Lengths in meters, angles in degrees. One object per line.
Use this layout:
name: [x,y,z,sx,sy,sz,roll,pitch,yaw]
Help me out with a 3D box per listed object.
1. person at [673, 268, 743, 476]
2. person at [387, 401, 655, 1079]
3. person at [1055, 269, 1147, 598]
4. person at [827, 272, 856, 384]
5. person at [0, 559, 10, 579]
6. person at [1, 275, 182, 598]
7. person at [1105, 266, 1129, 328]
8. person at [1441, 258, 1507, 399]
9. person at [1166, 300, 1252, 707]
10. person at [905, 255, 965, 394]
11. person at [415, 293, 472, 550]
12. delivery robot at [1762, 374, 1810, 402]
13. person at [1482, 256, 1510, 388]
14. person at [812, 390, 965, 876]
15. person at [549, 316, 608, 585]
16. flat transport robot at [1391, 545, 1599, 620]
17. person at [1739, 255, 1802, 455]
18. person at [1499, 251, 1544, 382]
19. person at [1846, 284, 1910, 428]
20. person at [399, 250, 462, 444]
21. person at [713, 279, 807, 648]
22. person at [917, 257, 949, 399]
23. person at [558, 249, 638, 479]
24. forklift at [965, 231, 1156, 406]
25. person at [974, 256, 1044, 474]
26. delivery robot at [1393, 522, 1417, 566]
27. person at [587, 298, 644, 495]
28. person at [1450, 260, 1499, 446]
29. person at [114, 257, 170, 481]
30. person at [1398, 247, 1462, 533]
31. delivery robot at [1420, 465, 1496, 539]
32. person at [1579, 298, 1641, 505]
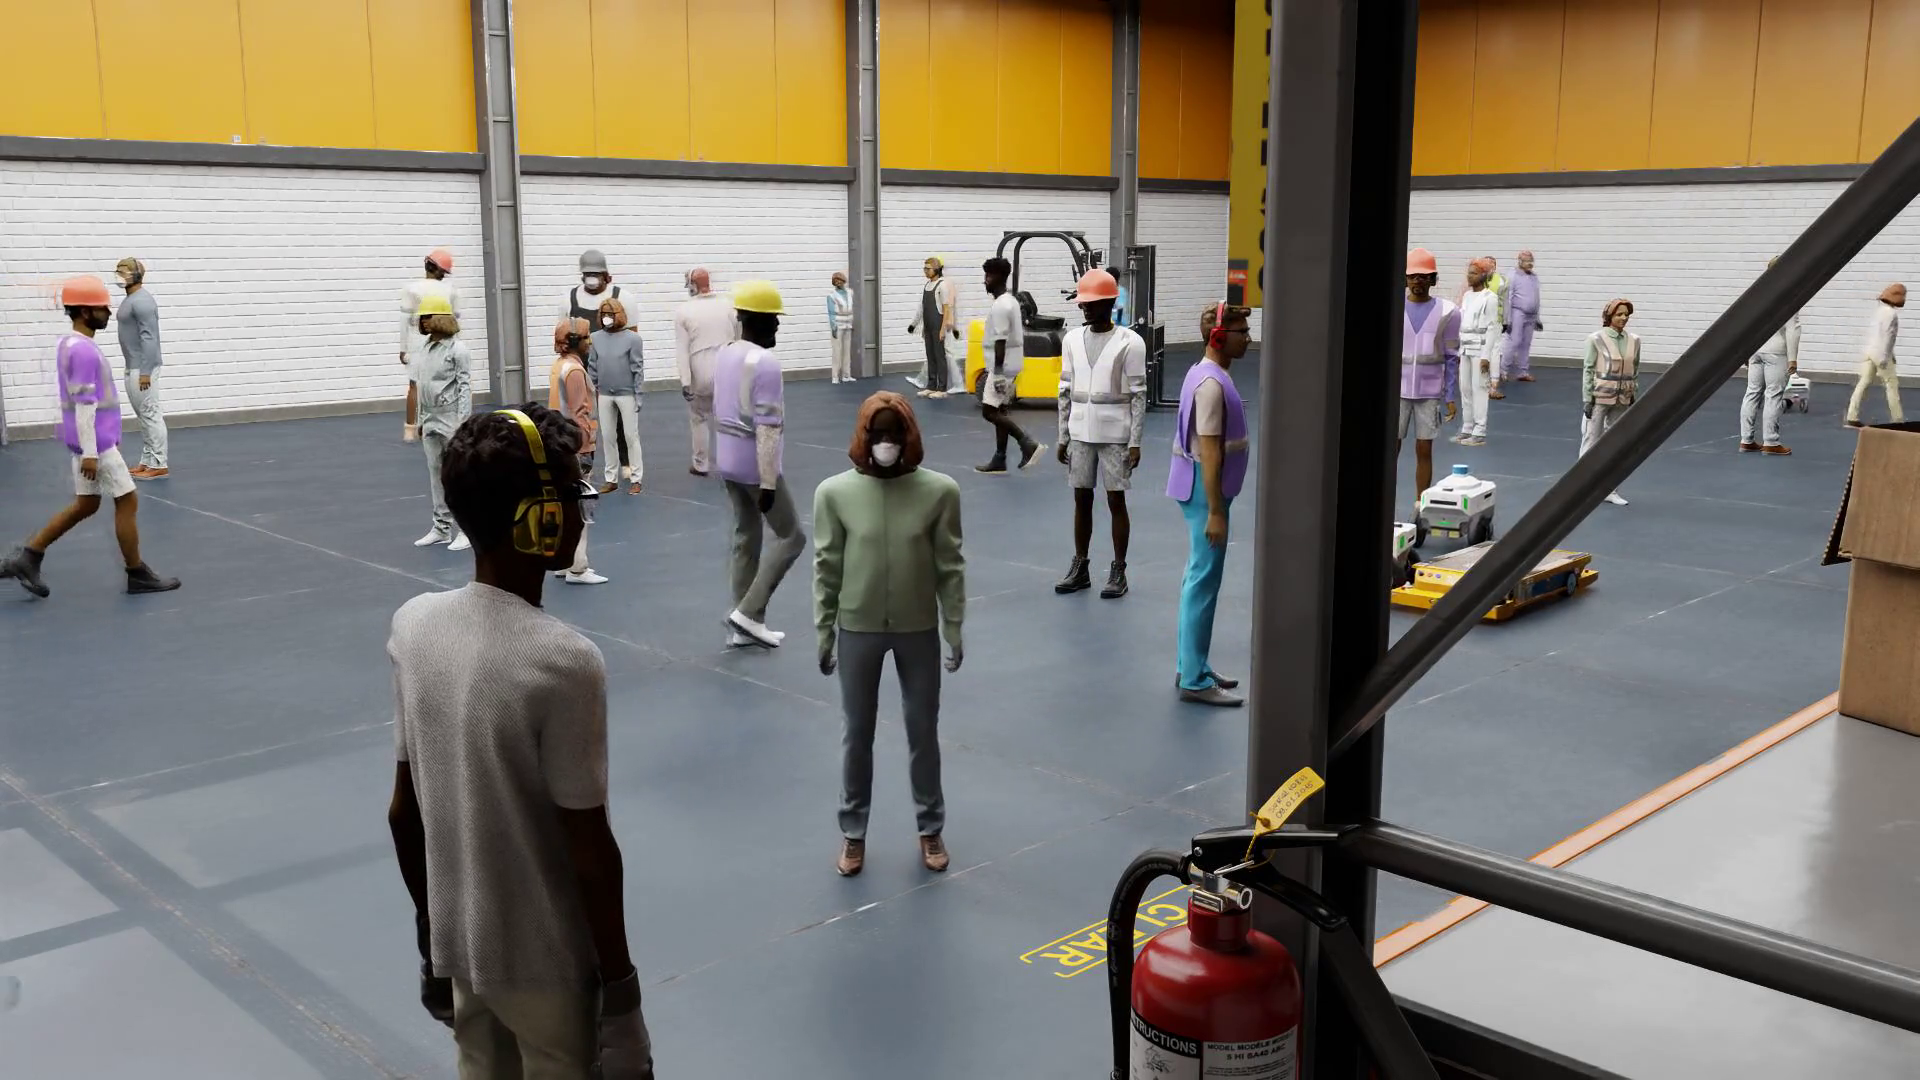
person: [-2.160,-1.425,14.454,0.656,1.860,0.963,-4,11,-21]
person: [-0.709,0.706,2.762,0.535,1.869,0.314,8,13,36]
person: [0.813,-0.619,9.800,0.550,1.935,0.376,6,12,30]
person: [-1.664,-3.057,23.986,0.327,1.610,0.661,8,13,38]
person: [-6.173,-0.722,10.362,0.359,1.938,0.545,-4,11,-20]
person: [-5.154,-0.590,9.731,0.866,1.913,0.550,-6,12,-31]
person: [2.192,-3.113,24.096,0.618,1.672,0.550,-6,12,-29]
person: [6.687,-2.766,21.809,0.964,1.843,0.689,5,12,27]
person: [1.132,-0.174,7.627,0.372,1.843,0.570,1,10,7]
person: [-0.347,-2.911,22.492,1.015,1.861,0.597,5,12,26]
person: [-3.525,-0.800,11.319,0.483,1.745,0.299,7,12,32]
delivery robot: [10.004,-1.886,20.228,0.477,0.478,0.707,-1,10,-4]
person: [7.381,-3.055,23.358,0.621,1.840,0.430,3,11,14]
person: [-0.239,0.313,5.557,0.506,1.631,0.277,-1,10,-6]
person: [-2.372,-0.548,10.231,0.311,1.638,0.523,-5,12,-26]
flat transport robot: [3.168,0.215,9.800,0.652,0.197,1.431,9,14,41]
person: [7.891,-1.794,16.204,0.353,1.937,0.635,-4,11,-23]
person: [8.191,-3.248,24.262,0.714,1.897,0.495,-6,12,-29]
person: [10.184,-1.999,18.223,0.800,1.588,0.532,3,11,14]
person: [-5.468,-1.989,17.182,0.665,1.984,0.398,-7,13,-34]
person: [-1.041,-0.377,8.558,0.415,1.915,0.589,-8,13,-39]
person: [-0.342,-2.778,21.827,0.332,1.843,0.517,-7,12,-32]
person: [-3.162,-1.533,14.506,0.695,2.000,0.537,0,10,-1]
forklift: [1.222,-2.721,20.561,2.313,2.155,1.214,2,11,13]
person: [0.422,-1.529,14.725,0.551,1.950,0.614,2,11,13]
delivery robot: [2.347,-0.003,9.961,0.707,0.478,0.477,5,12,27]
person: [-2.834,-1.180,13.717,0.501,1.626,0.282,3,11,14]
person: [5.255,-1.895,16.946,0.413,1.888,0.597,-3,11,-14]
person: [-7.183,-1.494,14.565,0.359,1.939,0.635,-7,13,-35]
person: [3.255,-1.061,11.922,0.608,2.045,0.392,3,11,15]
delivery robot: [3.427,-0.273,11.432,0.477,0.478,0.707,7,12,32]
person: [5.125,-1.081,13.129,0.514,1.642,0.314,-3,11,-16]
